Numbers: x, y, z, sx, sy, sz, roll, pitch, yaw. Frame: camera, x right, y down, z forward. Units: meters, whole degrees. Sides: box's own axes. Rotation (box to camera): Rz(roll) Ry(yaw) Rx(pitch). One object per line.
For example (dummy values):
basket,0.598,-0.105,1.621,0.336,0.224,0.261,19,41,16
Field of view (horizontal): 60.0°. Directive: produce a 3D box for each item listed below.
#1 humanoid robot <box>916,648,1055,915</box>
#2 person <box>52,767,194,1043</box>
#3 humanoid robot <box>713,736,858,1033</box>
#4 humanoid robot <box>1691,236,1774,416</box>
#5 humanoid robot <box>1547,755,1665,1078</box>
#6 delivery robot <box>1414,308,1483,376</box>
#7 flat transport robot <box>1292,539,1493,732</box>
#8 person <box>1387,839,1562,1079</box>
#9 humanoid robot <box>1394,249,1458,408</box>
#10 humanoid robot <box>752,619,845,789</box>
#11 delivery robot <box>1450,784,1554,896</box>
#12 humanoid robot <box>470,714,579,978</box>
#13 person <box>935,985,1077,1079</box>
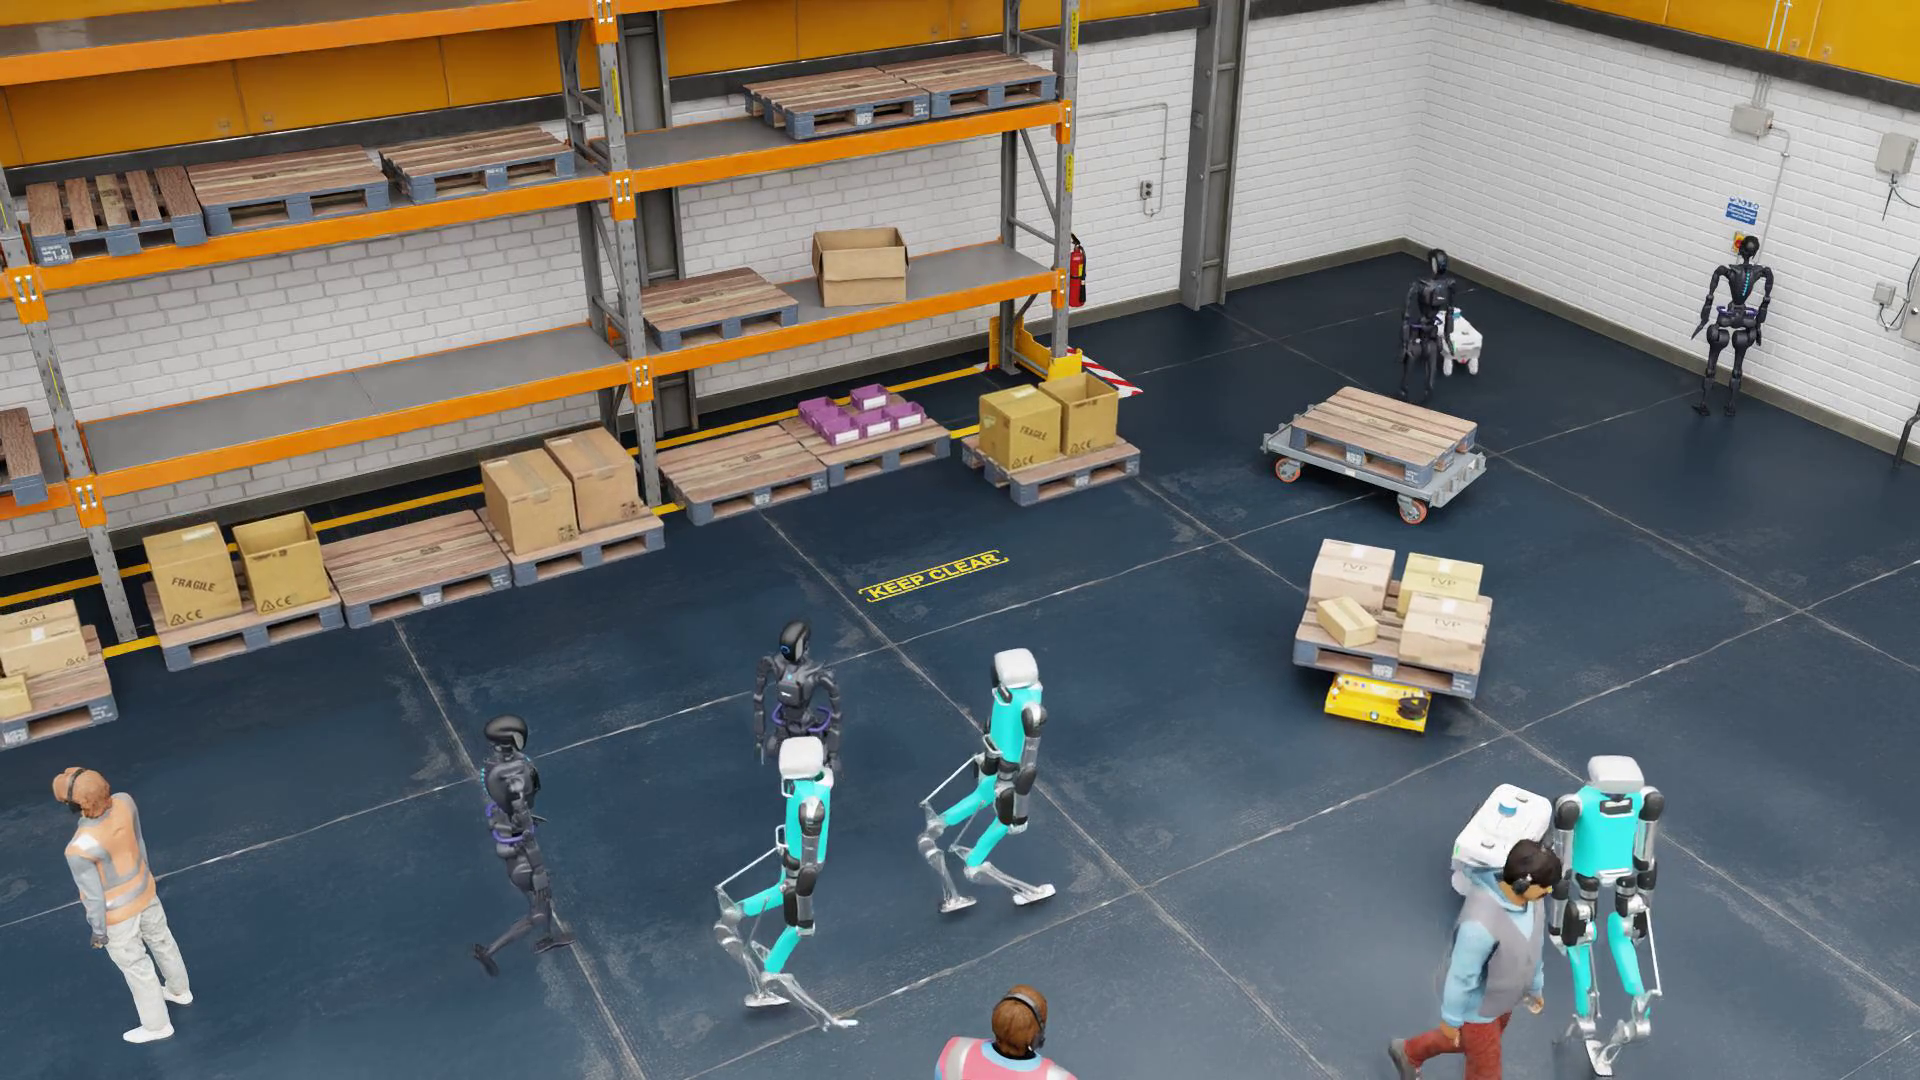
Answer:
humanoid robot,0.101,1.395,9.012,0.922,1.755,0.561,-11,31,-19
person,-4.204,1.823,8.352,0.308,1.638,0.522,2,30,4
humanoid robot,-0.958,1.776,8.367,0.844,1.794,0.538,-4,30,-7
humanoid robot,6.925,-1.926,14.937,0.599,1.657,0.315,4,30,8
humanoid robot,3.147,1.969,8.023,0.555,1.779,0.852,-3,30,-6
delivery robot,4.762,-1.964,16.179,0.499,0.613,0.797,-5,30,-9
flat transport robot,2.981,0.811,11.539,0.659,0.231,1.431,10,31,18
person,2.384,2.076,7.697,0.762,1.852,0.551,24,37,36
humanoid robot,4.101,-1.764,14.664,0.602,1.648,0.399,-11,31,-19
humanoid robot,-0.912,1.142,9.573,0.589,1.627,0.783,10,31,17
delivery robot,3.145,1.737,9.601,0.524,0.587,0.758,21,35,32
humanoid robot,-2.380,1.587,8.752,0.561,1.639,0.599,-13,32,-21
person,0.212,2.564,6.854,0.628,1.835,0.431,11,31,19
